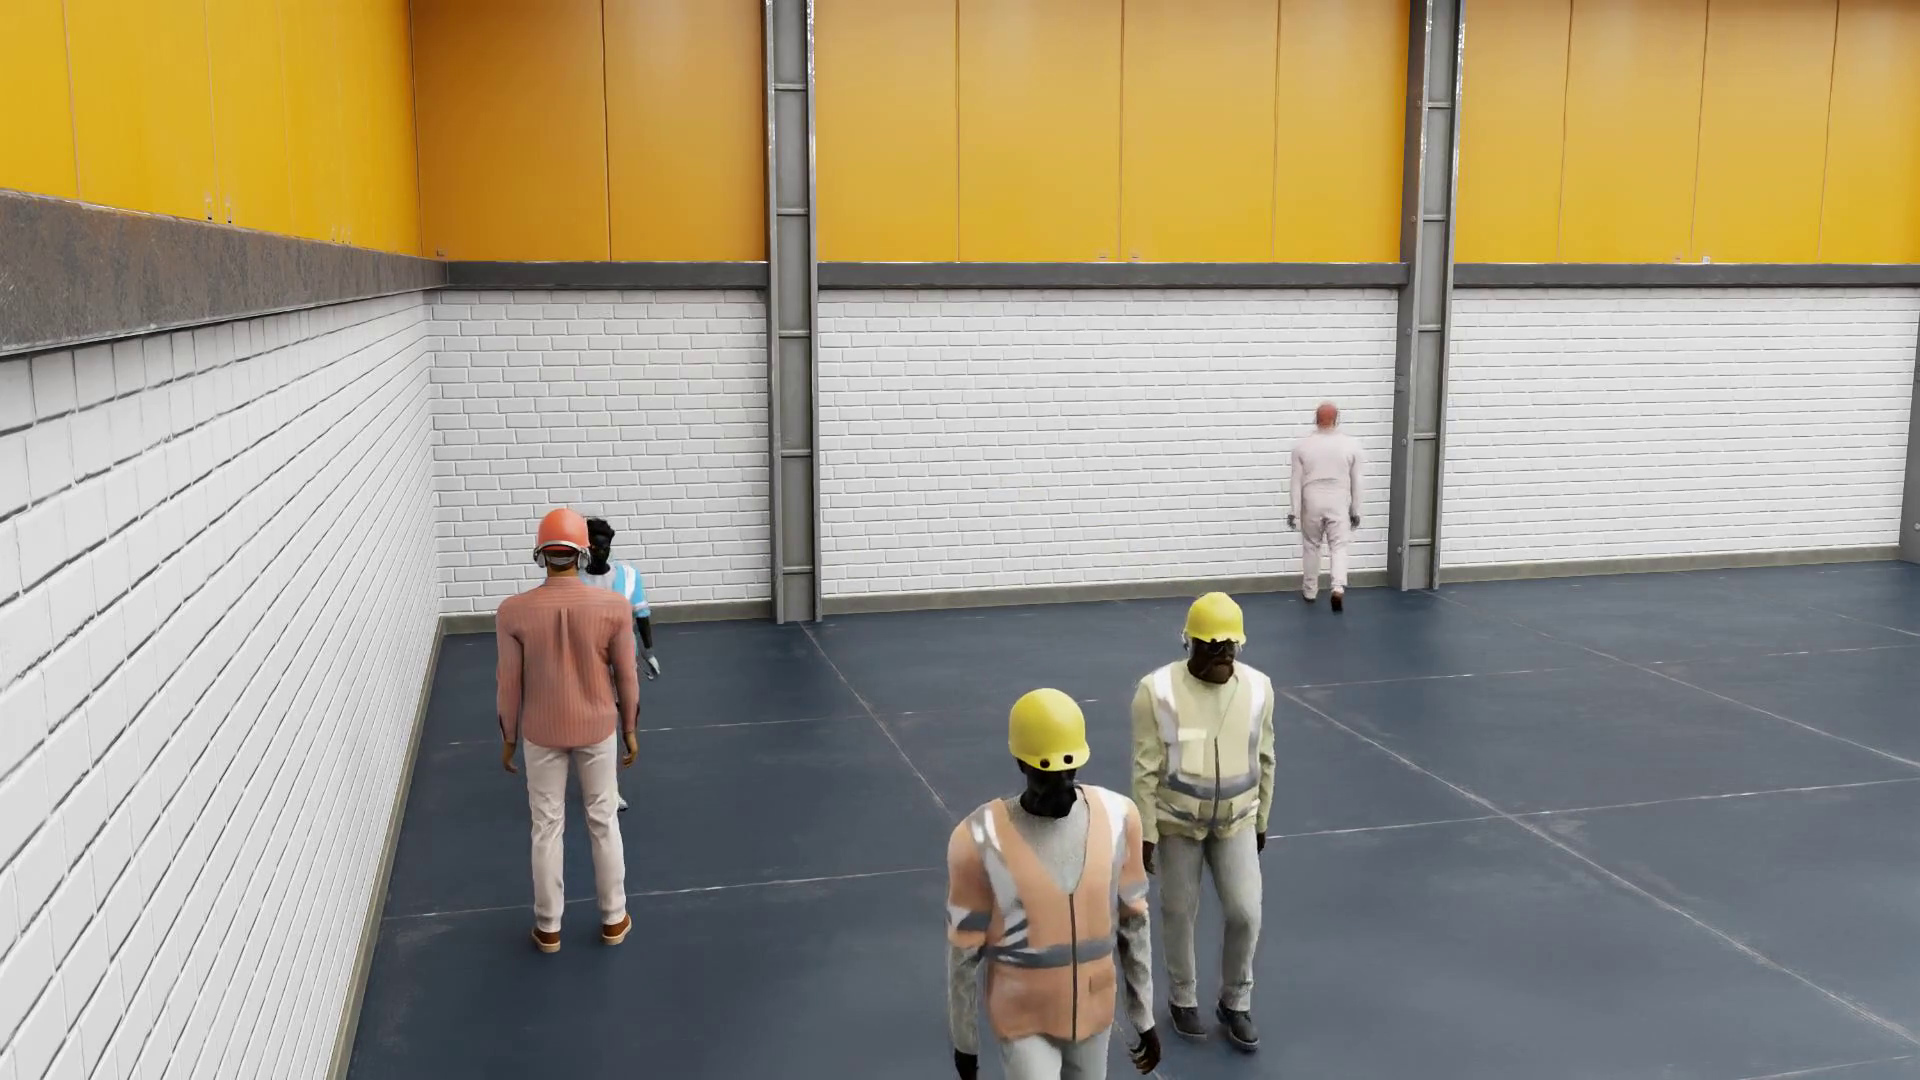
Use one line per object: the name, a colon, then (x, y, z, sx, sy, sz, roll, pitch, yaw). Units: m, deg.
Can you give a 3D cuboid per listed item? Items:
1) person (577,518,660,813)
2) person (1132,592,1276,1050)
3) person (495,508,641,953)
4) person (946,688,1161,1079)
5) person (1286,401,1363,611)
person: (-2.031, 0.691, 9.513, 0.540, 1.649, 0.867, -5, 11, -31)
person: (0.961, 1.103, 6.466, 0.596, 1.815, 0.539, -1, 9, -5)
person: (-1.753, 0.848, 7.469, 0.623, 1.992, 0.396, -2, 9, -15)
person: (0.239, 1.326, 4.809, 0.587, 1.897, 0.843, -4, 10, -24)
person: (3.302, -0.304, 15.099, 0.678, 1.930, 0.627, 2, 9, 11)
